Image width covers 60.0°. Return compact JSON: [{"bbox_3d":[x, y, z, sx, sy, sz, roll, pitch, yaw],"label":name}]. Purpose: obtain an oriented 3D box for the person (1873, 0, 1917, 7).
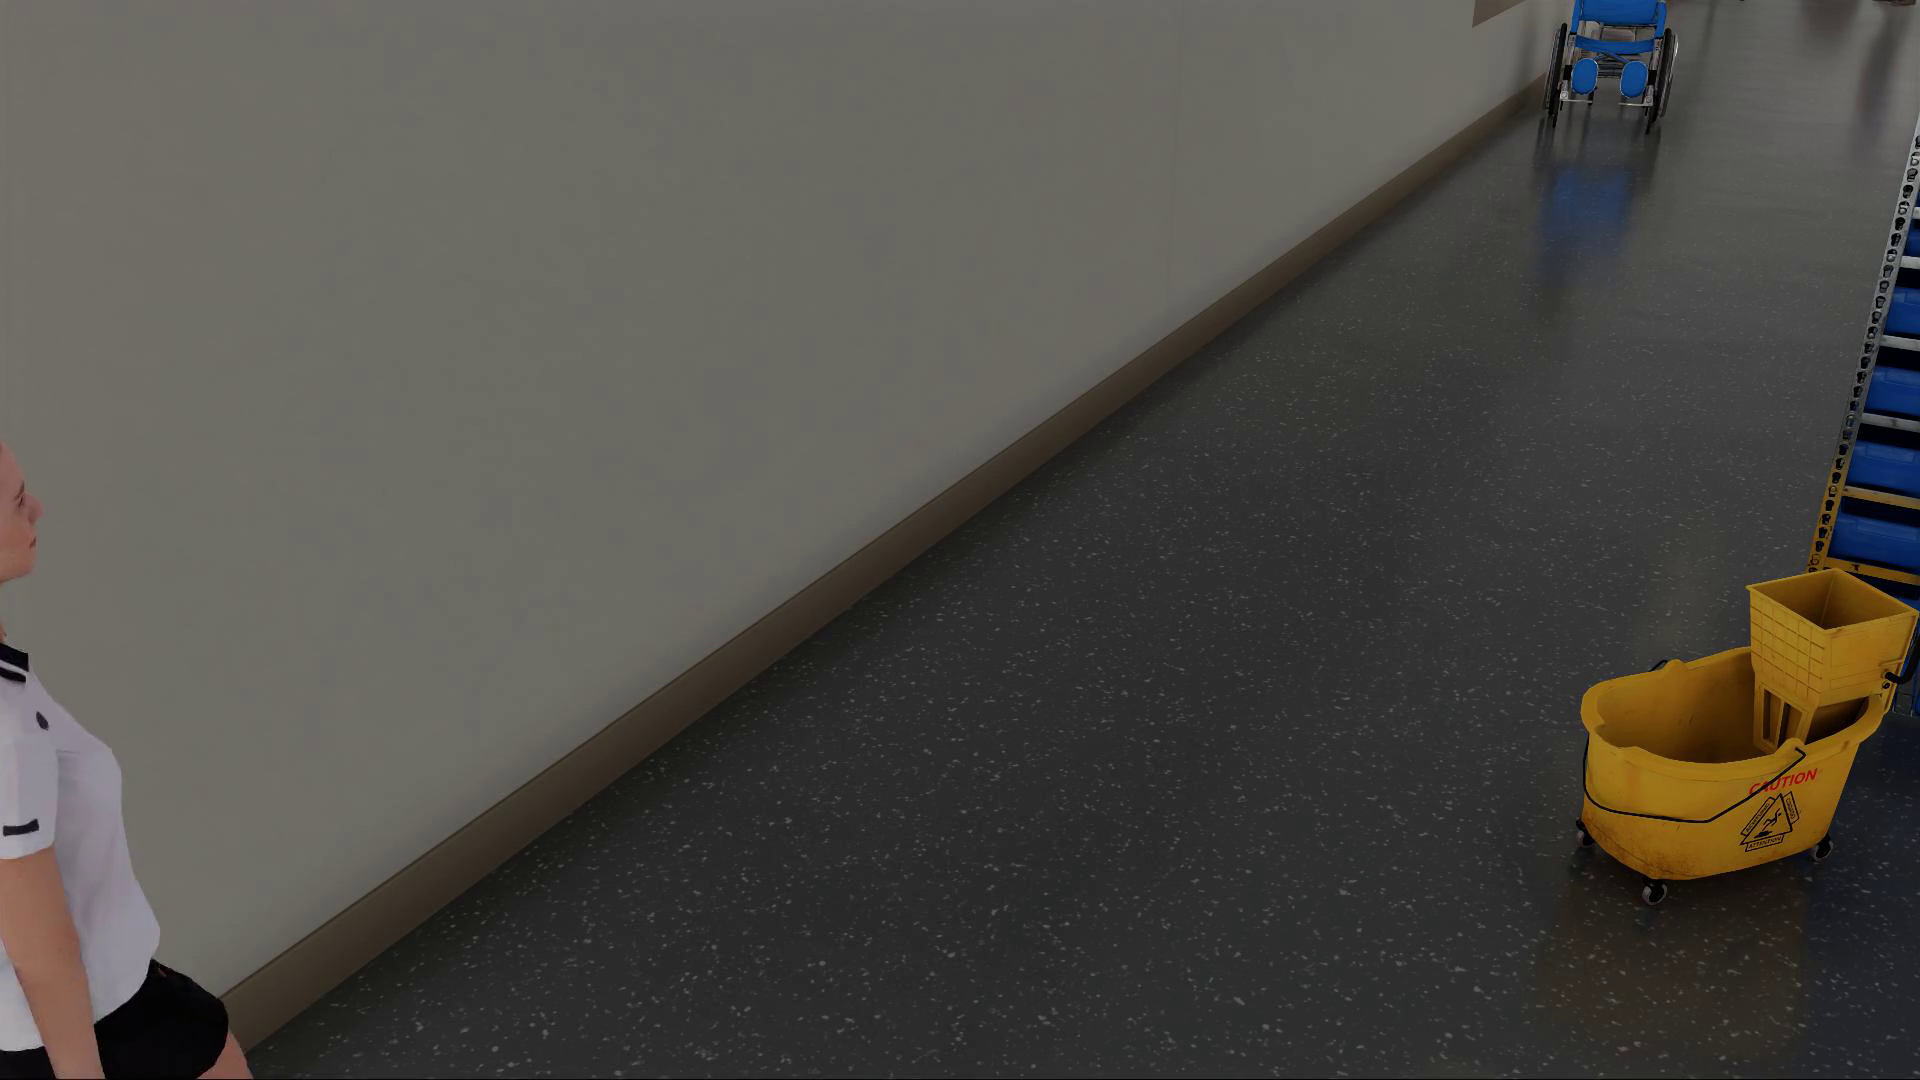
[{"bbox_3d":[9.597,-6.281,16.664,0.730,1.757,0.714,-2,26,-5],"label":"person"}]
